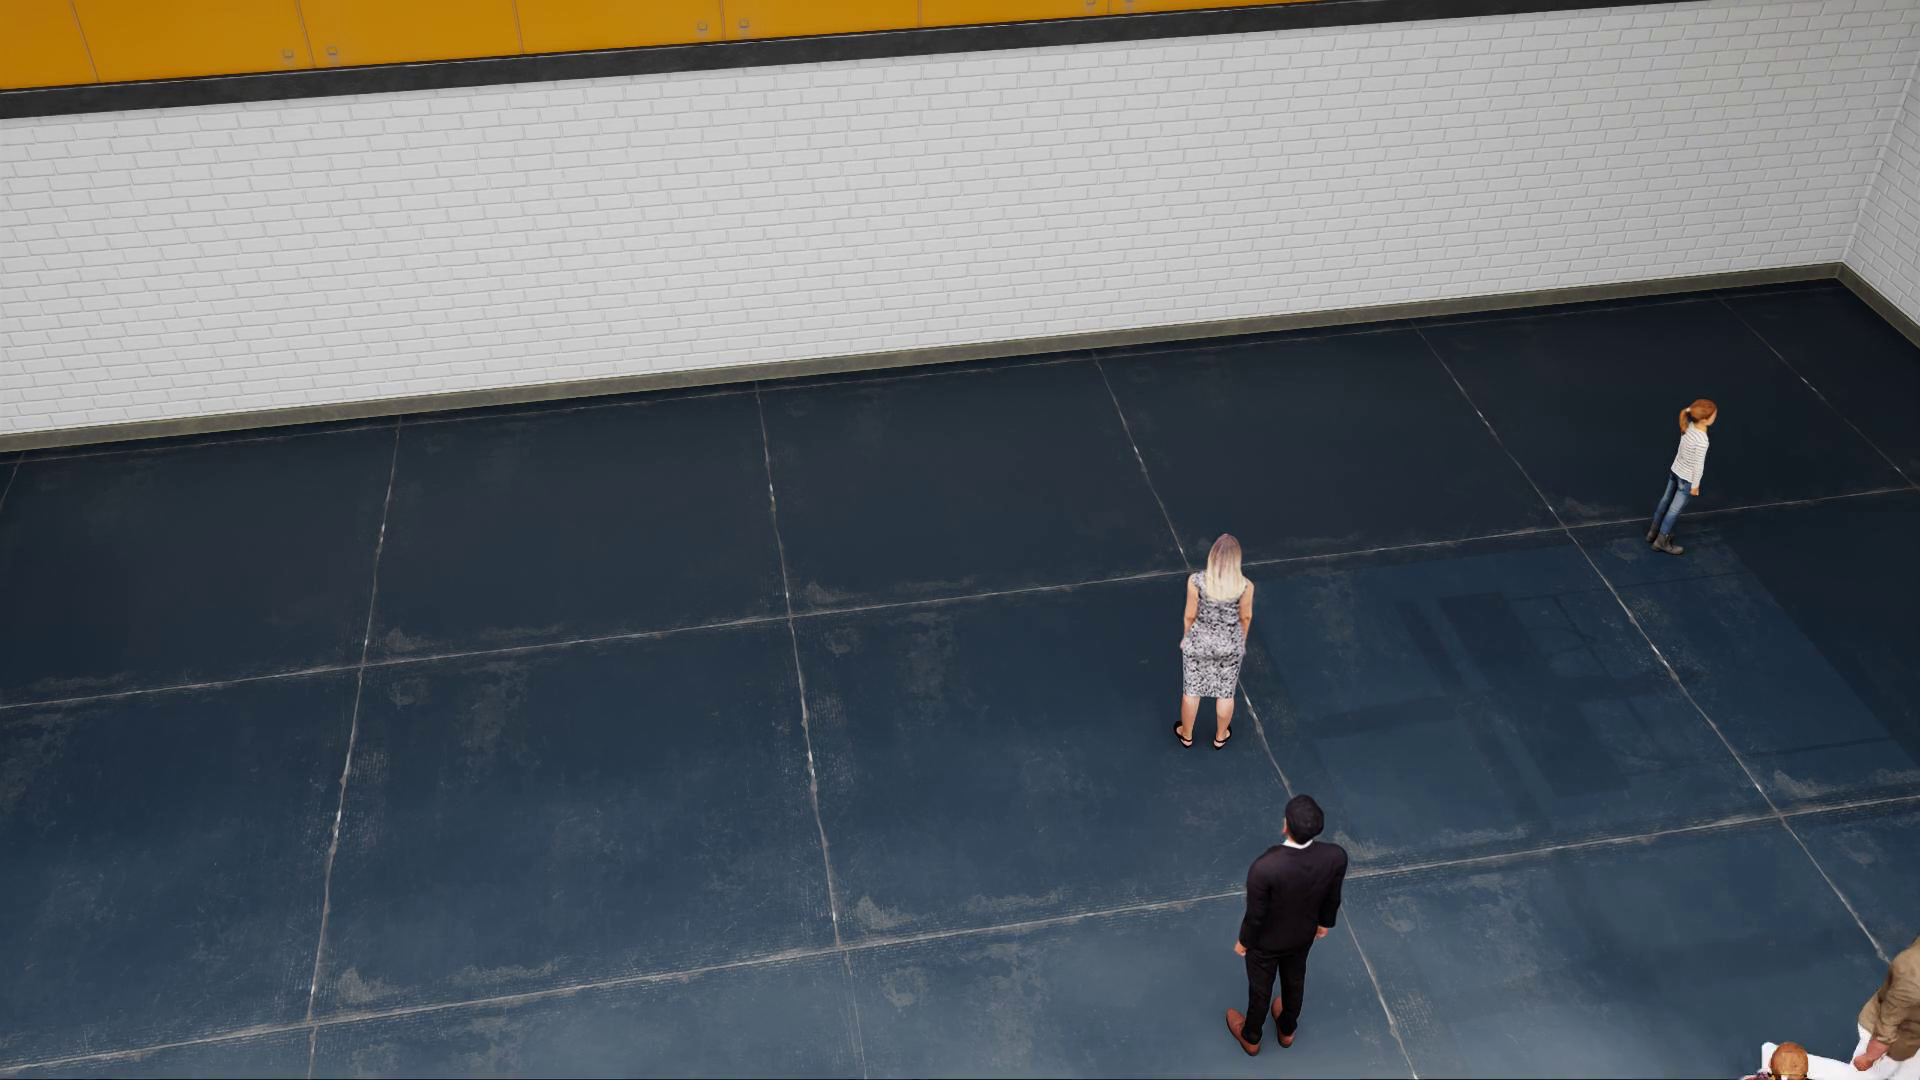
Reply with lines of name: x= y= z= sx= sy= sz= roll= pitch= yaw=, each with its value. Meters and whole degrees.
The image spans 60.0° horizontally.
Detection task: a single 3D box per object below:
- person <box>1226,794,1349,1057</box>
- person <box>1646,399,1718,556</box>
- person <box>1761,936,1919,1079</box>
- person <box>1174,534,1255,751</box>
person: x=1.689 y=2.026 z=8.690 sx=0.722 sy=1.883 sz=0.574 roll=-10 pitch=40 yaw=-13
person: x=5.342 y=-0.480 z=12.284 sx=0.553 sy=1.315 sz=0.472 roll=-2 pitch=39 yaw=-2
person: x=4.584 y=2.401 z=8.290 sx=1.019 sy=1.797 sz=1.192 roll=-25 pitch=45 yaw=-28
person: x=1.604 y=0.668 z=10.534 sx=0.626 sy=1.705 sz=0.592 roll=5 pitch=39 yaw=7
